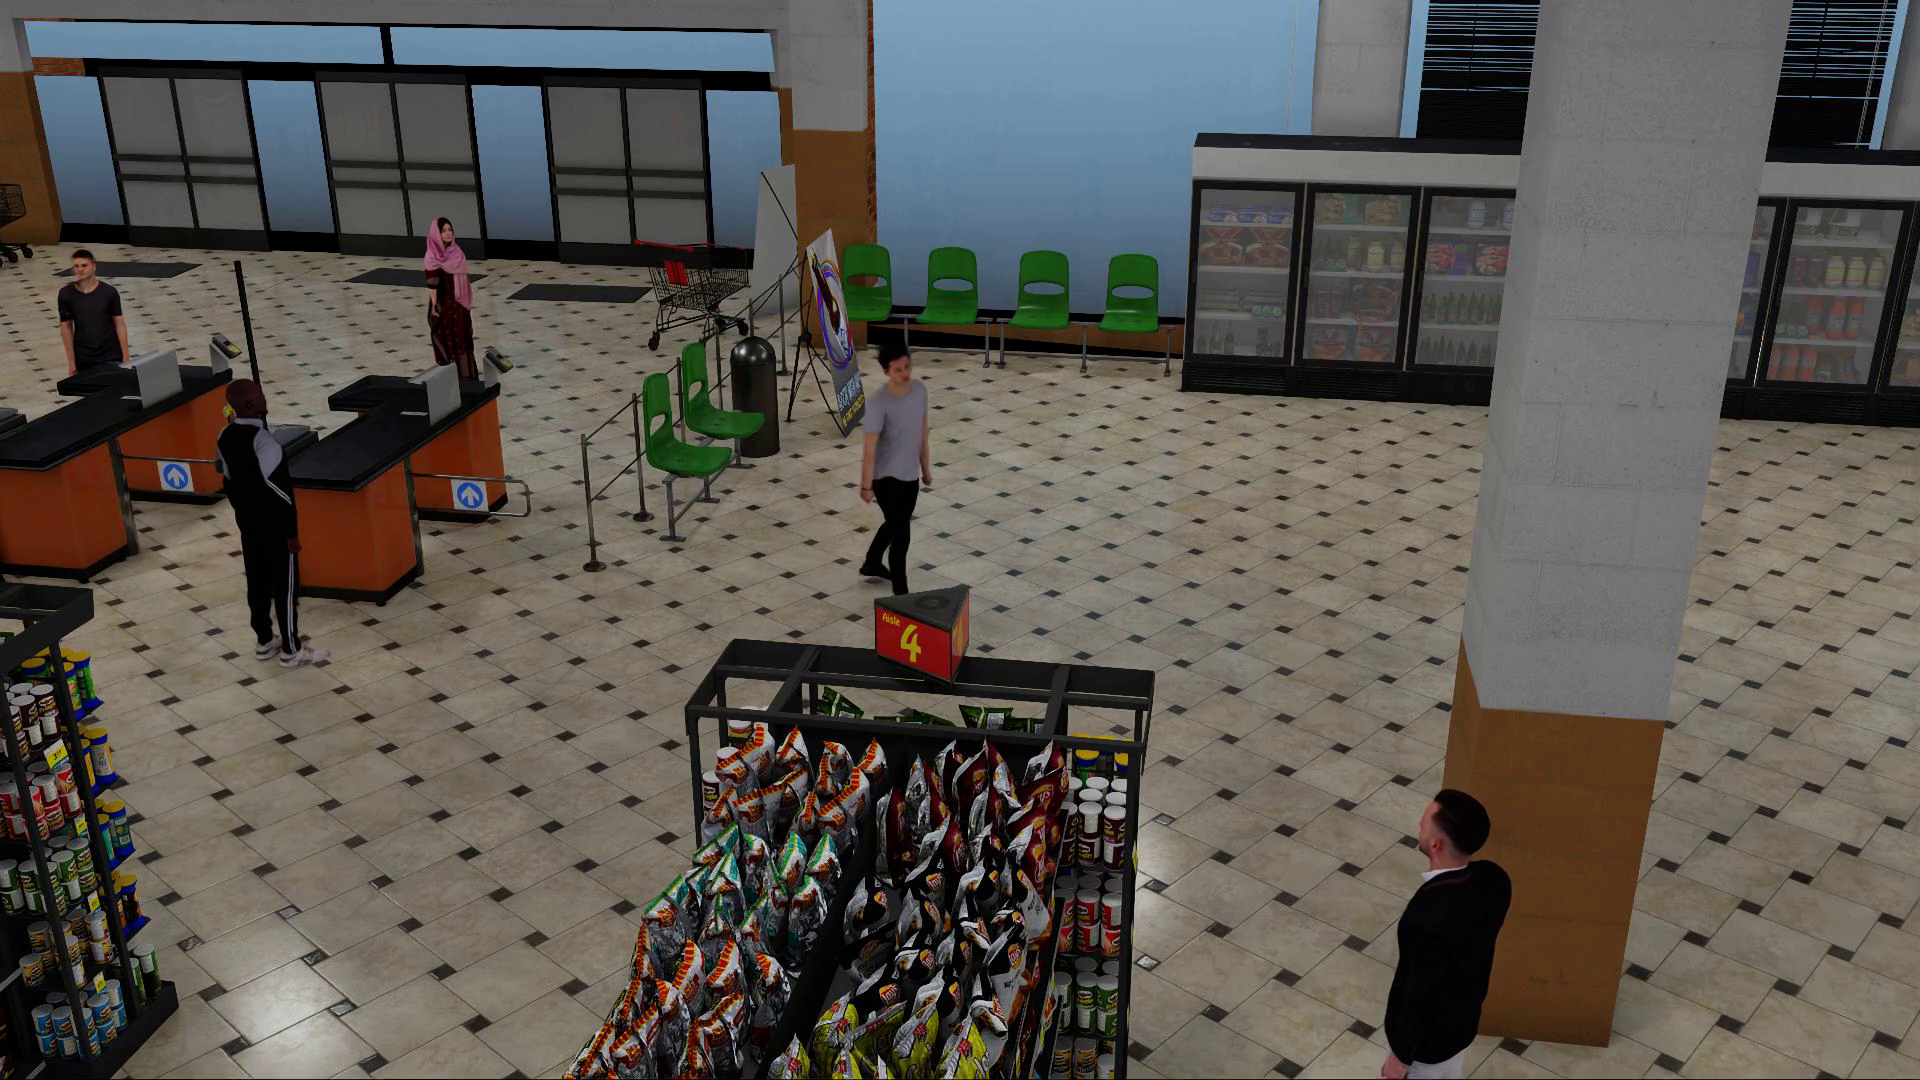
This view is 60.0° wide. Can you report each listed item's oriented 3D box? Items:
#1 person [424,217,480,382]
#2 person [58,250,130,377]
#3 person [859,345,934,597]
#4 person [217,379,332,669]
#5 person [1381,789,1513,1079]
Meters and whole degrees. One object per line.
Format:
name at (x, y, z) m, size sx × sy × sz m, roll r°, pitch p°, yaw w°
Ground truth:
person at (-4.831, -2.241, 15.720) m, size 0.808 × 1.638 × 0.673 m, roll 13°, pitch 25°, yaw 30°
person at (-7.119, -1.523, 13.766) m, size 0.724 × 1.764 × 0.726 m, roll -8°, pitch 23°, yaw -18°
person at (-0.454, -0.424, 10.955) m, size 1.091 × 1.820 × 1.102 m, roll 13°, pitch 25°, yaw 30°
person at (-4.257, -0.109, 10.160) m, size 0.733 × 1.828 × 0.688 m, roll 14°, pitch 26°, yaw 30°
person at (1.625, 1.683, 5.681) m, size 0.691 × 1.843 × 0.791 m, roll -20°, pitch 29°, yaw -40°
